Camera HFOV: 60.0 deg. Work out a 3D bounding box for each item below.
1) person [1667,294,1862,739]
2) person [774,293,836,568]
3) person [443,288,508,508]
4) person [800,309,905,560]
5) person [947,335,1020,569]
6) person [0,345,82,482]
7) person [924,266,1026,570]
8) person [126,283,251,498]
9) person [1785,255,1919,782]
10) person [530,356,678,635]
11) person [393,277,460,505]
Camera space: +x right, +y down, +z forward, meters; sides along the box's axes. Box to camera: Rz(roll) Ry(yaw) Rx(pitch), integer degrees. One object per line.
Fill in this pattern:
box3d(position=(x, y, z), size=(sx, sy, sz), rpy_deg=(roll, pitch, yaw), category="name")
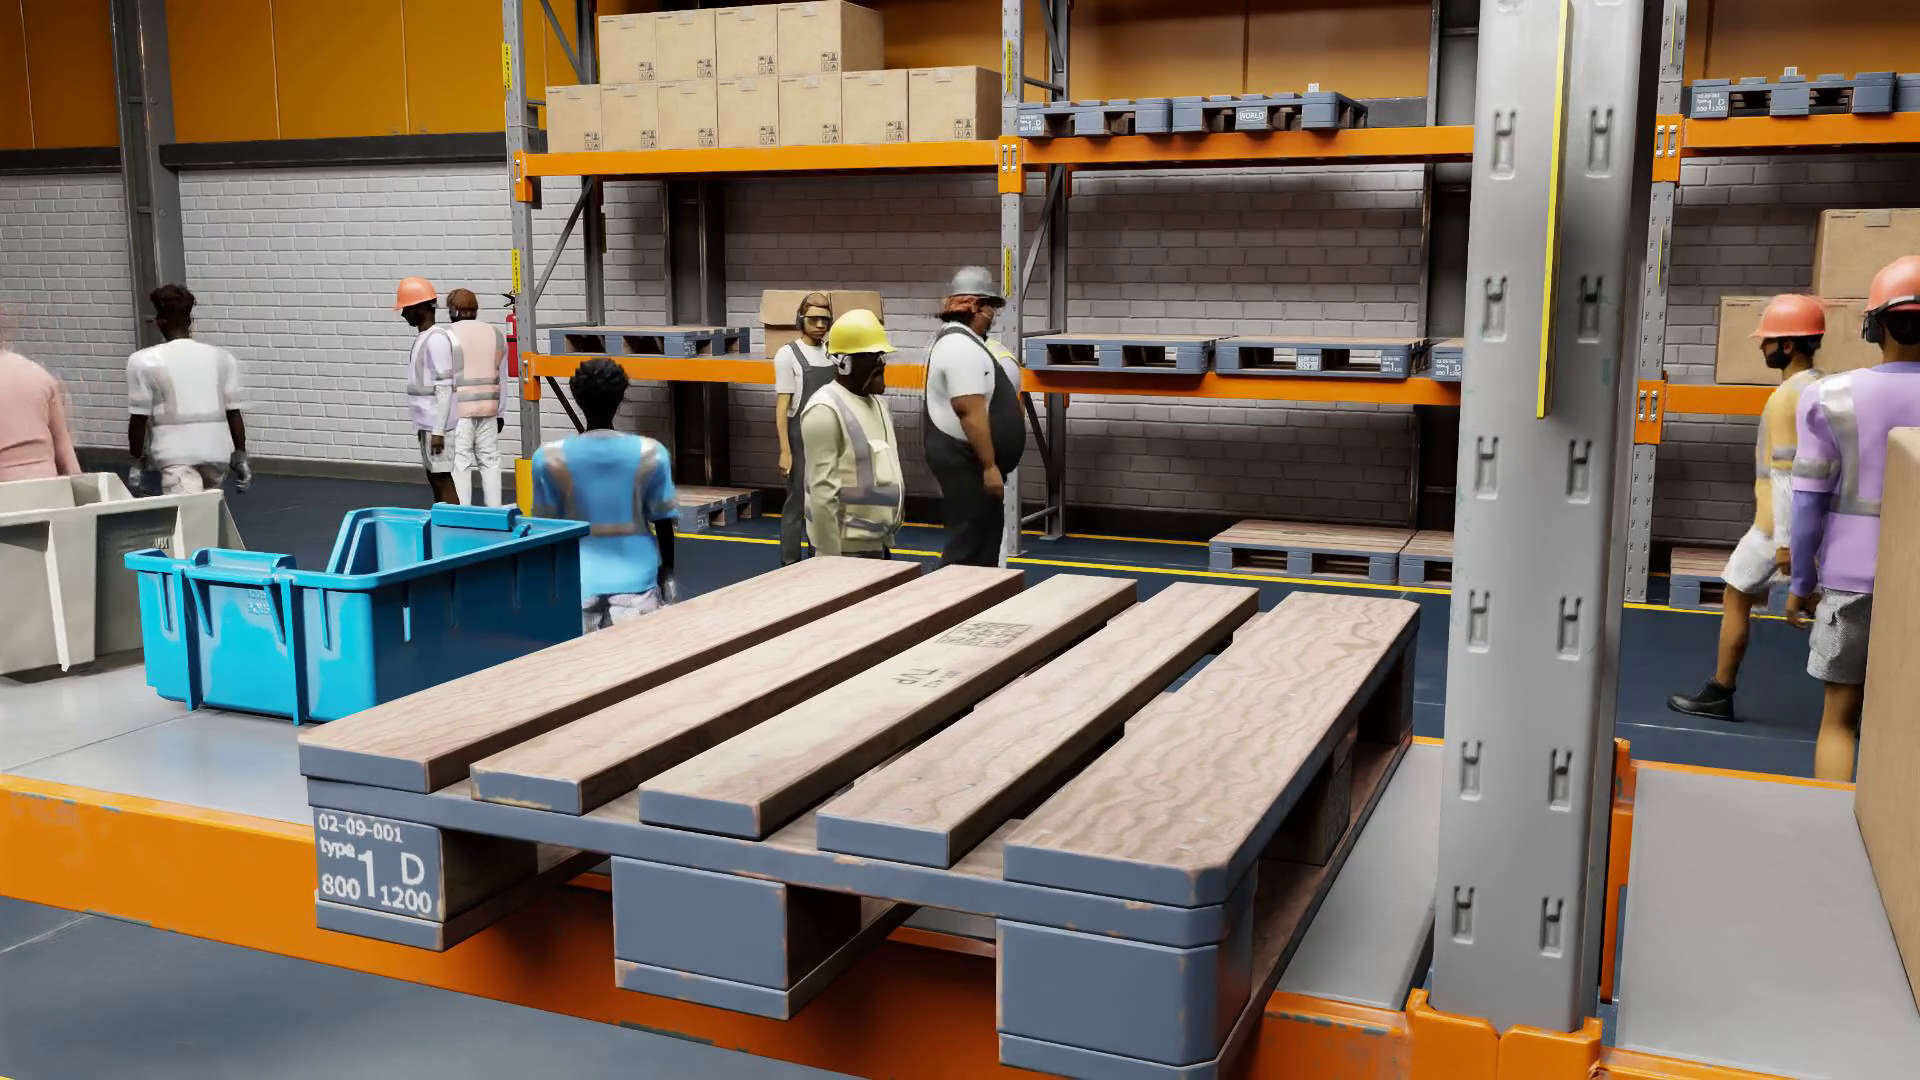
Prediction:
box3d(position=(3.619, -0.096, 7.097), size=(0.554, 1.903, 0.951), rpy_deg=(-8, 12, -39), category="person")
box3d(position=(-0.889, -0.555, 9.991), size=(0.324, 1.841, 0.517), rpy_deg=(8, 12, 40), category="person")
box3d(position=(-3.638, -0.933, 12.295), size=(0.429, 1.835, 0.619), rpy_deg=(9, 13, 42), category="person")
box3d(position=(-0.425, -0.020, 6.809), size=(0.403, 1.833, 0.593), rpy_deg=(3, 10, 20), category="person")
box3d(position=(0.063, -0.459, 9.454), size=(0.429, 1.835, 0.624), rpy_deg=(-8, 12, -39), category="person")
box3d(position=(-4.377, -0.155, 7.558), size=(0.936, 1.859, 0.668), rpy_deg=(3, 10, 18), category="person")
box3d(position=(0.078, -0.440, 8.706), size=(0.536, 2.000, 0.733), rpy_deg=(0, 9, -1), category="person")
box3d(position=(-4.271, -0.474, 9.294), size=(1.017, 1.919, 0.614), rpy_deg=(7, 12, 37), category="person")
box3d(position=(2.989, 0.117, 5.364), size=(0.605, 2.045, 0.372), rpy_deg=(4, 10, 23), category="person")
box3d(position=(-1.313, 0.157, 6.204), size=(0.543, 1.678, 0.613), rpy_deg=(-3, 10, -17), category="person")
box3d(position=(-3.527, -0.774, 11.049), size=(0.382, 1.927, 0.542), rpy_deg=(-5, 11, -26), category="person")
